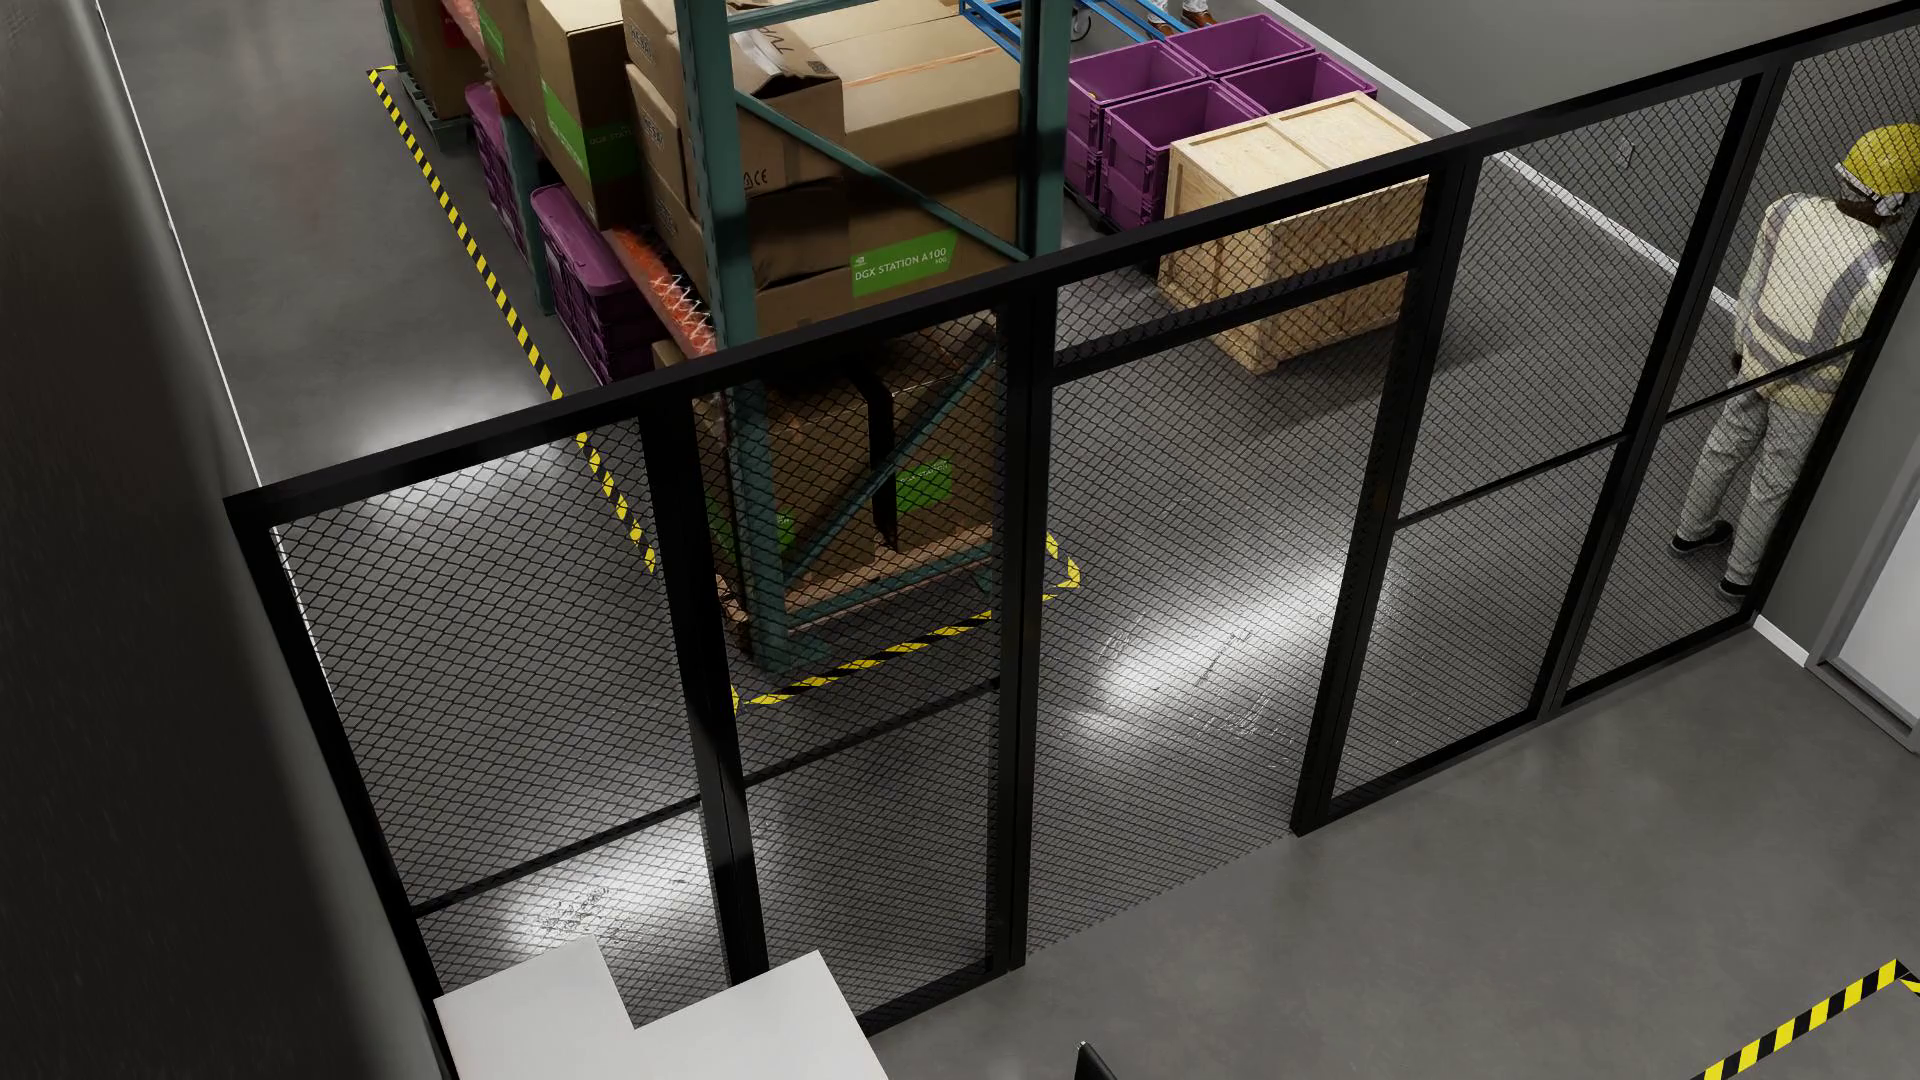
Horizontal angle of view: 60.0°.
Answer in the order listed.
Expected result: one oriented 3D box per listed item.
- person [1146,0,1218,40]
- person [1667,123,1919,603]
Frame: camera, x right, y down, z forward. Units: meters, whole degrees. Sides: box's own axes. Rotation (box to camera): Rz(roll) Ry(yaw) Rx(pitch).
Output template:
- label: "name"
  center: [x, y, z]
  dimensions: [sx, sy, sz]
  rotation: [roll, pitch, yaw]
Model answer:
- label: "person"
  center: [1.273, -3.628, 8.914]
  dimensions: [0.632, 1.940, 0.372]
  rotation: [-22, 47, -22]
- label: "person"
  center: [2.857, -0.572, 5.648]
  dimensions: [0.403, 1.833, 0.586]
  rotation: [-14, 44, -15]
